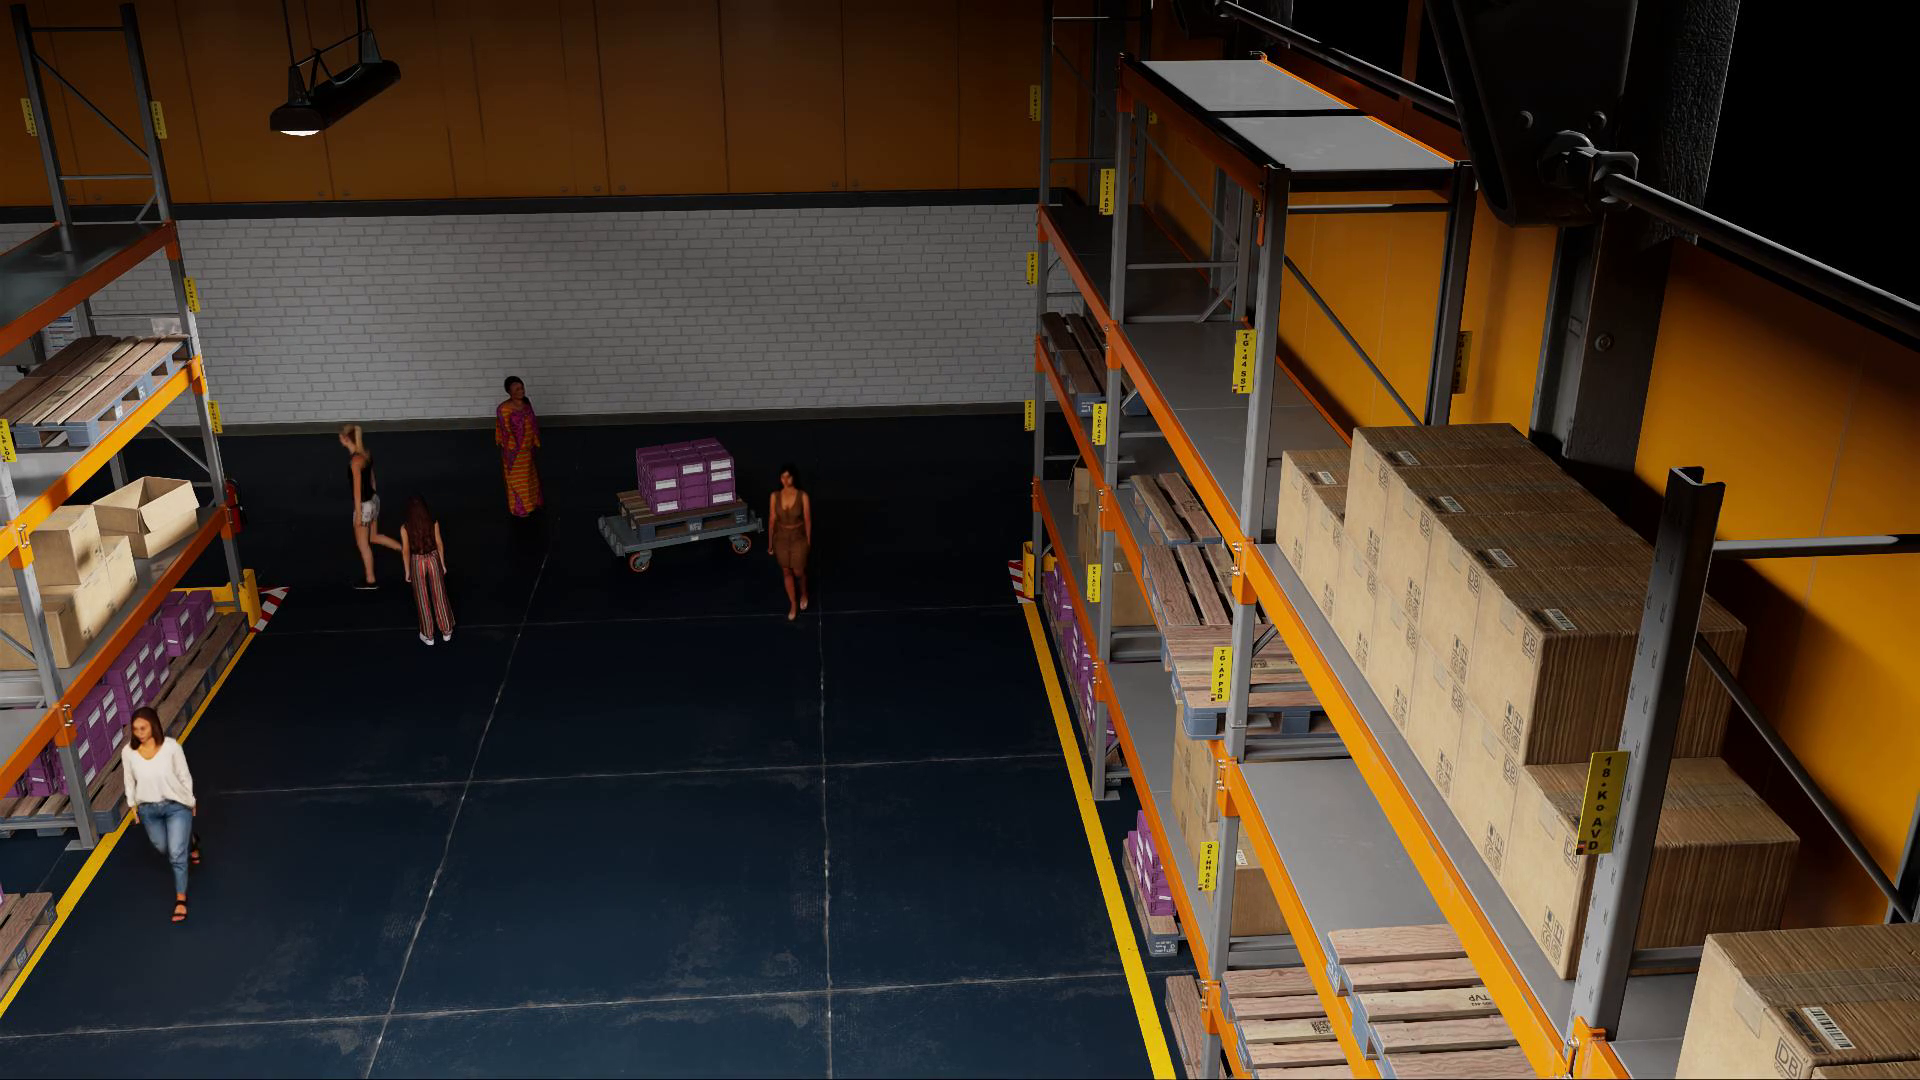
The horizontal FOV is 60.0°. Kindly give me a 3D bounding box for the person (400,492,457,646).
[{"bbox_3d":[-5.215,0.259,16.219,0.631,1.561,0.628,-13,27,-27],"label":"person"}]

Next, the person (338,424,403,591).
[{"bbox_3d":[-6.072,-0.358,17.302,0.704,1.823,0.878,-3,24,-7],"label":"person"}]

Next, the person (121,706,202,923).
[{"bbox_3d":[-5.832,1.933,12.268,0.622,1.657,0.961,-2,24,-5],"label":"person"}]

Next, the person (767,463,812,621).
[{"bbox_3d":[-1.679,-0.001,16.670,0.645,1.677,0.699,4,24,9],"label":"person"}]

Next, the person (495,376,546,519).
[{"bbox_3d":[-5.067,-1.109,19.192,0.835,1.686,0.759,12,26,26],"label":"person"}]
